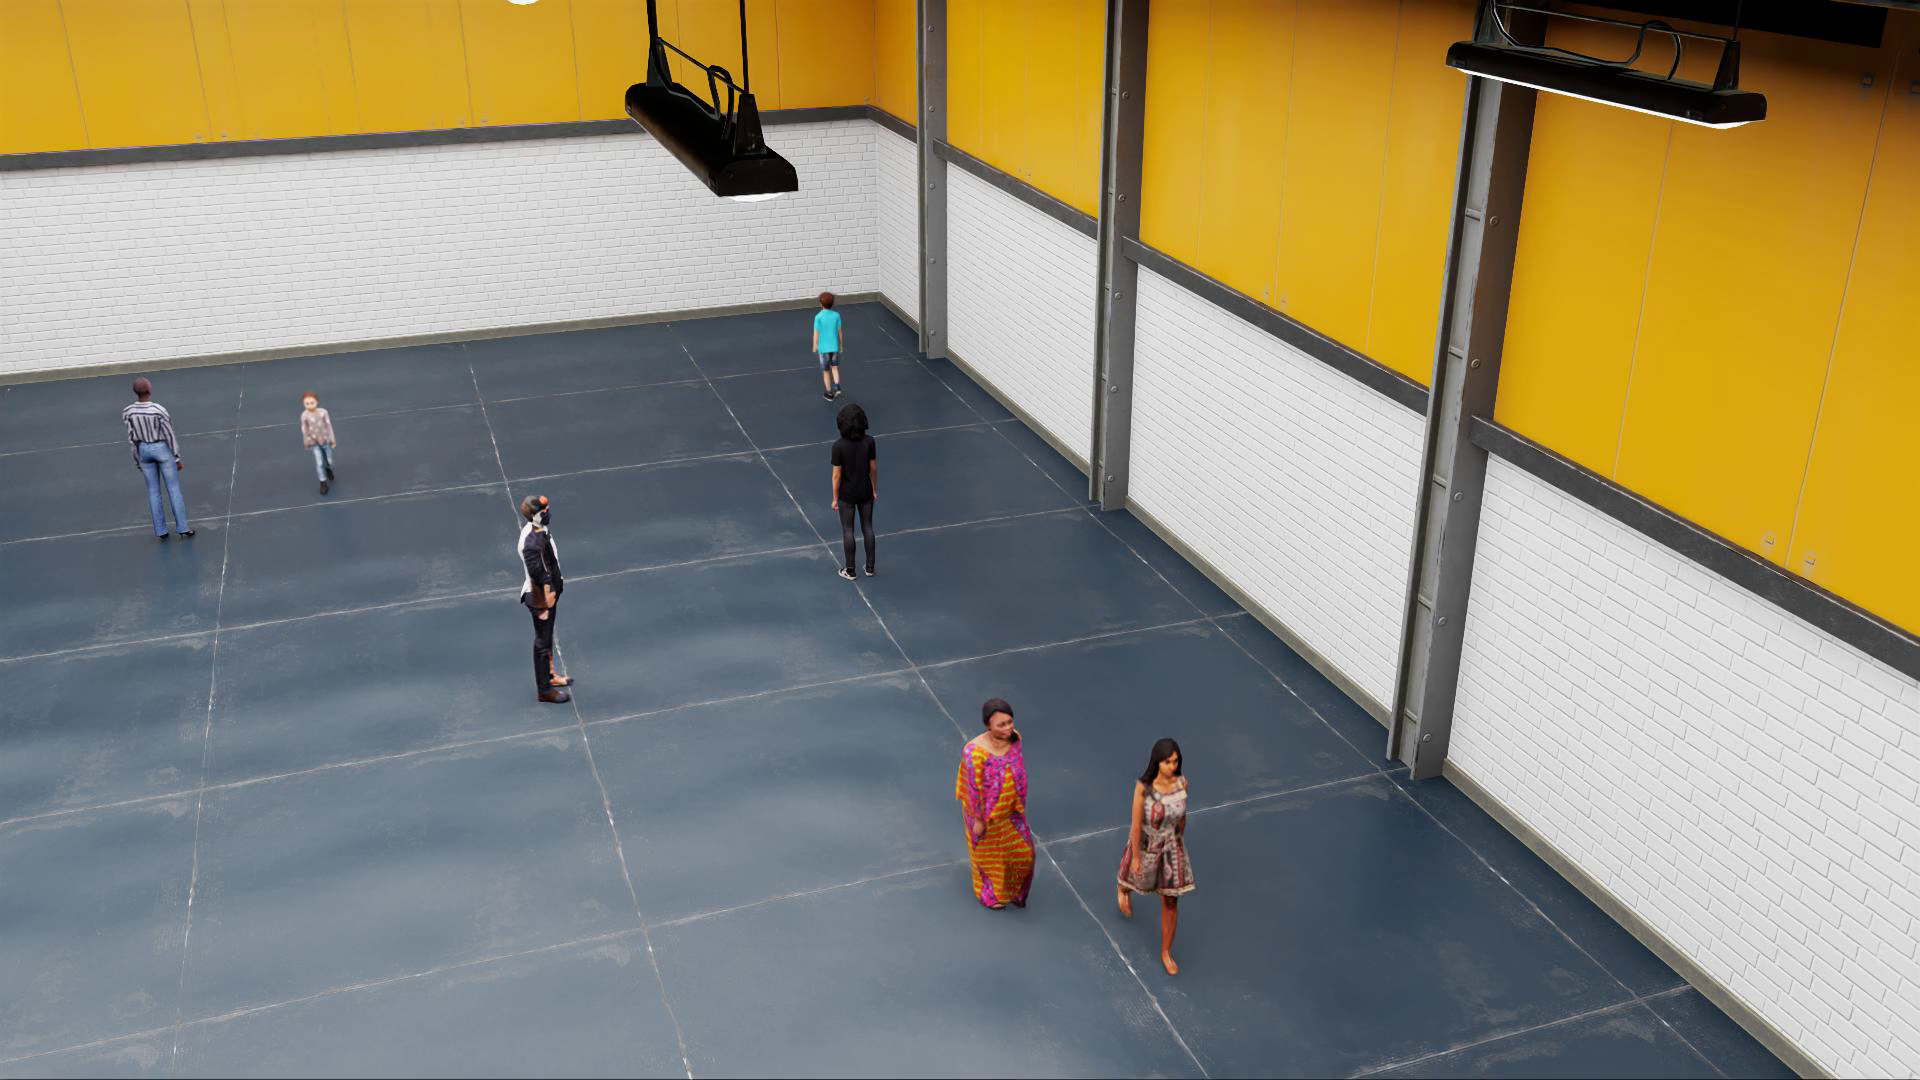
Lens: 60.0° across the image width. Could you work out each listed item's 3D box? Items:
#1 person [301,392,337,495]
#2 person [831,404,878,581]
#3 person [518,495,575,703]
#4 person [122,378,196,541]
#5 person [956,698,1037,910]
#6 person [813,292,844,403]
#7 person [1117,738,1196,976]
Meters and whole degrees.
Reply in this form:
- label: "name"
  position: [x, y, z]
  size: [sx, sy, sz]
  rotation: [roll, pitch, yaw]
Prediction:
- label: "person"
  position: [-7.284, -1.140, 18.928]
  size: [0.482, 1.184, 0.658]
  rotation: [-8, 25, -18]
- label: "person"
  position: [-1.046, -0.489, 16.622]
  size: [0.639, 1.837, 0.534]
  rotation: [-10, 25, -21]
- label: "person"
  position: [-3.604, 0.480, 14.337]
  size: [0.781, 1.892, 0.599]
  rotation: [-3, 24, -7]
- label: "person"
  position: [-8.445, -0.846, 17.492]
  size: [0.681, 1.795, 0.629]
  rotation: [-1, 24, -3]
- label: "person"
  position: [0.217, 1.819, 11.571]
  size: [0.742, 1.654, 0.820]
  rotation: [-15, 28, -31]
- label: "person"
  position: [-1.692, -2.518, 21.759]
  size: [0.549, 1.441, 0.552]
  rotation: [-13, 27, -26]
- label: "person"
  position: [1.275, 2.027, 11.139]
  size: [0.655, 1.618, 1.092]
  rotation: [-6, 24, -14]
